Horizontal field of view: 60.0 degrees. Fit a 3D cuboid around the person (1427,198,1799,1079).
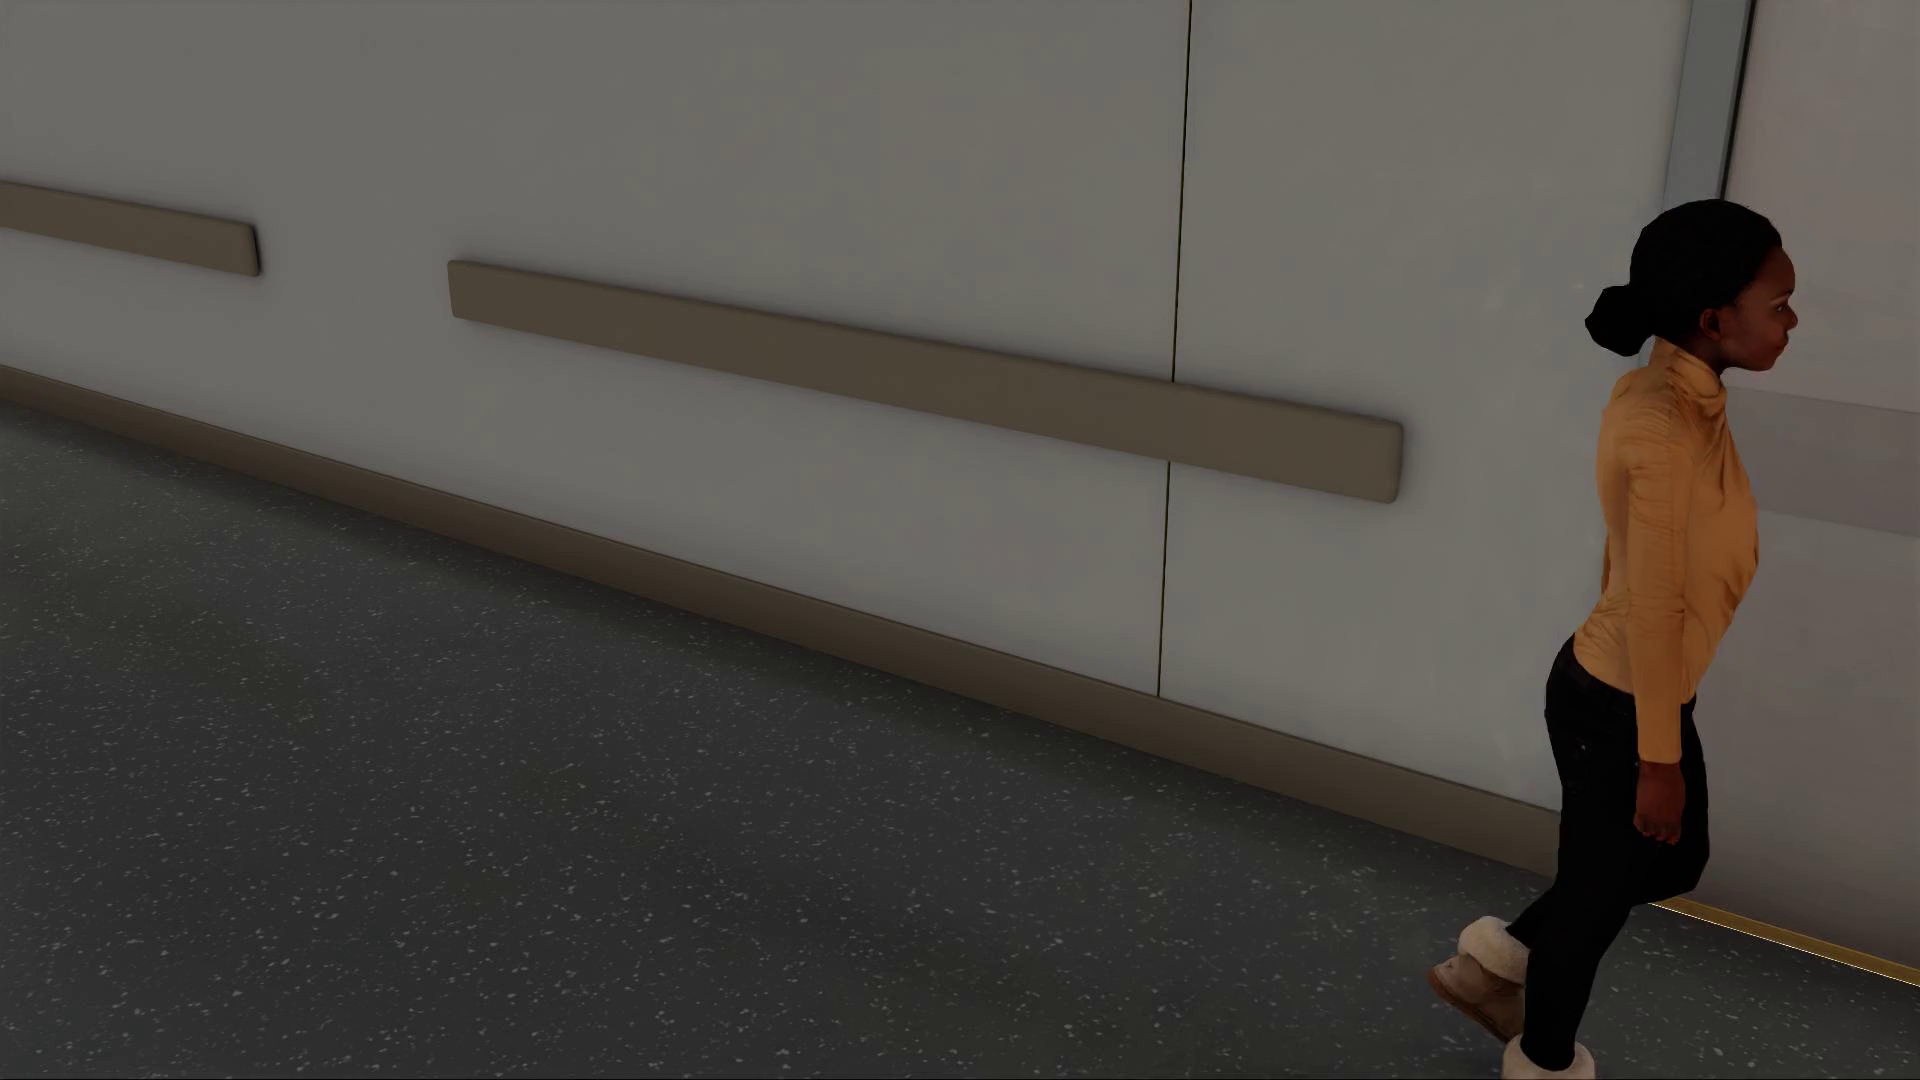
[{"bbox_3d":[1.009,0.269,2.732,0.712,1.652,0.653,10,23,24],"label":"person"}]
